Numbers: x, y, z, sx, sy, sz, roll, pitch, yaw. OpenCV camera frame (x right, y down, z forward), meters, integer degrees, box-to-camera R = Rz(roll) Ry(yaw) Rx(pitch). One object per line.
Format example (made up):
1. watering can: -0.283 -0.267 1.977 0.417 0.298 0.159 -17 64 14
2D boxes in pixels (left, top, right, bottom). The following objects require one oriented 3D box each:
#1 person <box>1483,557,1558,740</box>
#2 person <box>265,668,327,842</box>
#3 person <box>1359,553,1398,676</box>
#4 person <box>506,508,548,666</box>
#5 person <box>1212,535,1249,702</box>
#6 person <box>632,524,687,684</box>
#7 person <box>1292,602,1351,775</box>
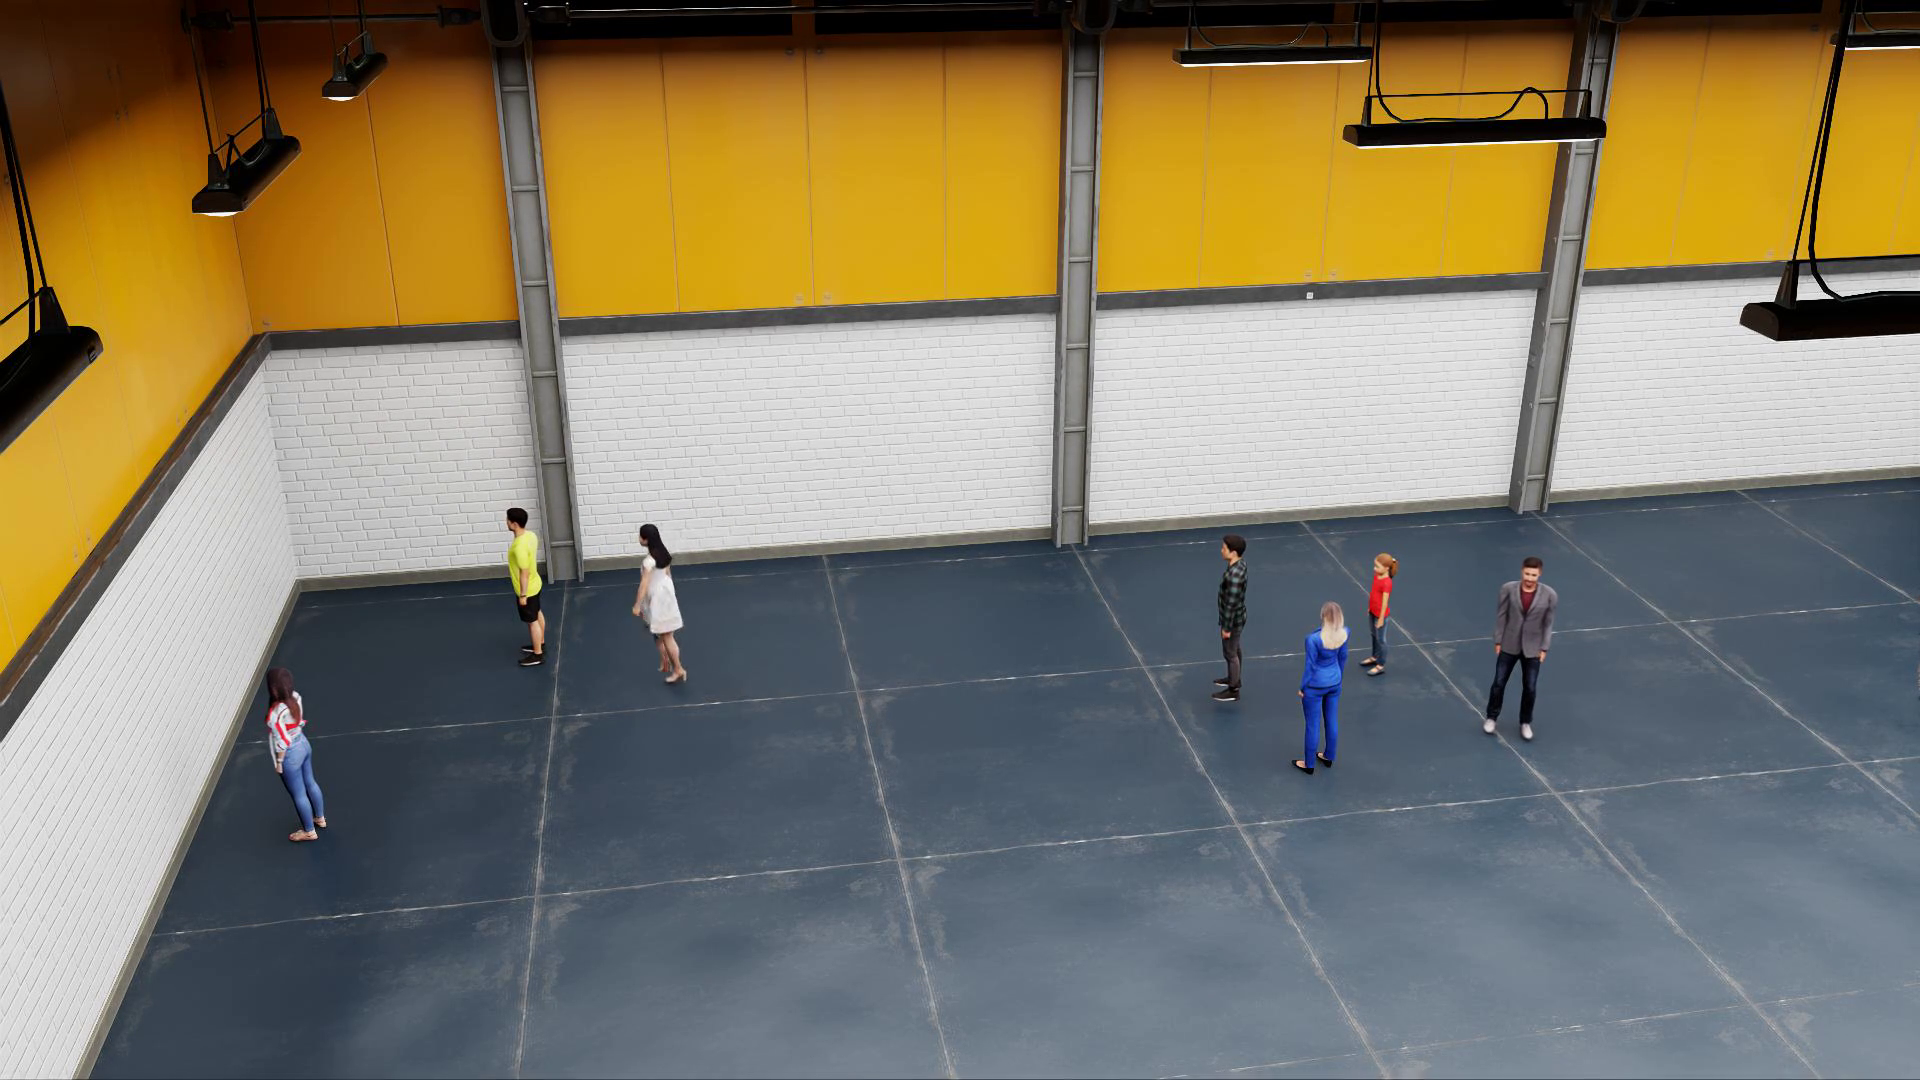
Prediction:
1. person: 5.296 0.997 15.693 0.708 1.867 0.824 9 25 19
2. person: -5.677 1.808 14.157 0.601 1.612 0.648 3 24 6
3. person: 4.290 0.735 16.990 0.463 1.308 0.472 -3 24 -8
4. person: -4.449 0.453 17.137 0.577 1.708 0.647 -1 24 -2
5. person: 2.655 0.726 16.166 0.662 1.709 0.732 5 24 11
6. person: -2.909 0.664 16.593 0.856 1.756 0.753 5 24 12
7. person: 3.310 1.330 15.140 0.596 1.701 0.740 -12 26 -25
